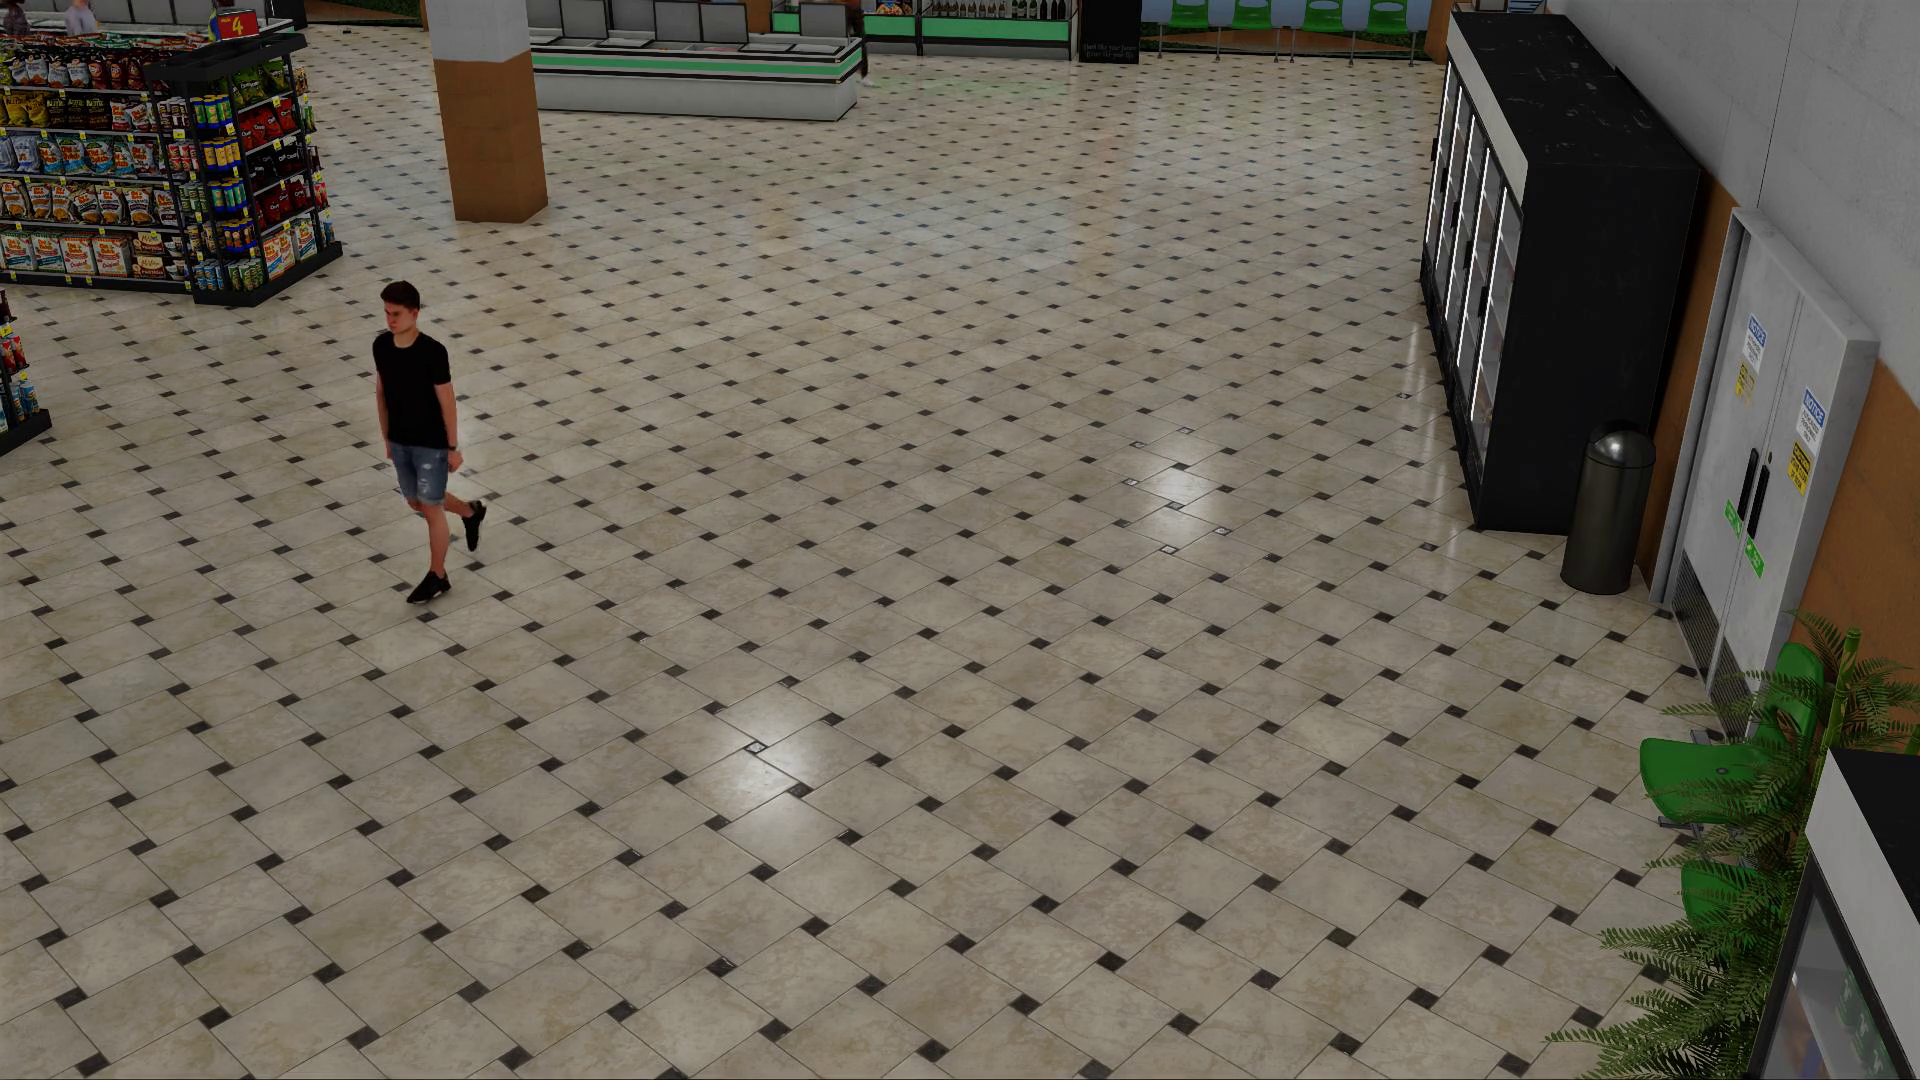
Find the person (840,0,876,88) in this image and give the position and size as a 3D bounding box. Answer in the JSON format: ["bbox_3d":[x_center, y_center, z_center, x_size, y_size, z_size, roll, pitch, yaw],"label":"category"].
[{"bbox_3d":[-1.502,-6.833,21.874,1.050,1.661,1.211,-22,34,-37],"label":"person"}]

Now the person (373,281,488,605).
[{"bbox_3d":[-2.974,-0.591,9.377,1.042,1.832,0.886,11,29,20],"label":"person"}]
